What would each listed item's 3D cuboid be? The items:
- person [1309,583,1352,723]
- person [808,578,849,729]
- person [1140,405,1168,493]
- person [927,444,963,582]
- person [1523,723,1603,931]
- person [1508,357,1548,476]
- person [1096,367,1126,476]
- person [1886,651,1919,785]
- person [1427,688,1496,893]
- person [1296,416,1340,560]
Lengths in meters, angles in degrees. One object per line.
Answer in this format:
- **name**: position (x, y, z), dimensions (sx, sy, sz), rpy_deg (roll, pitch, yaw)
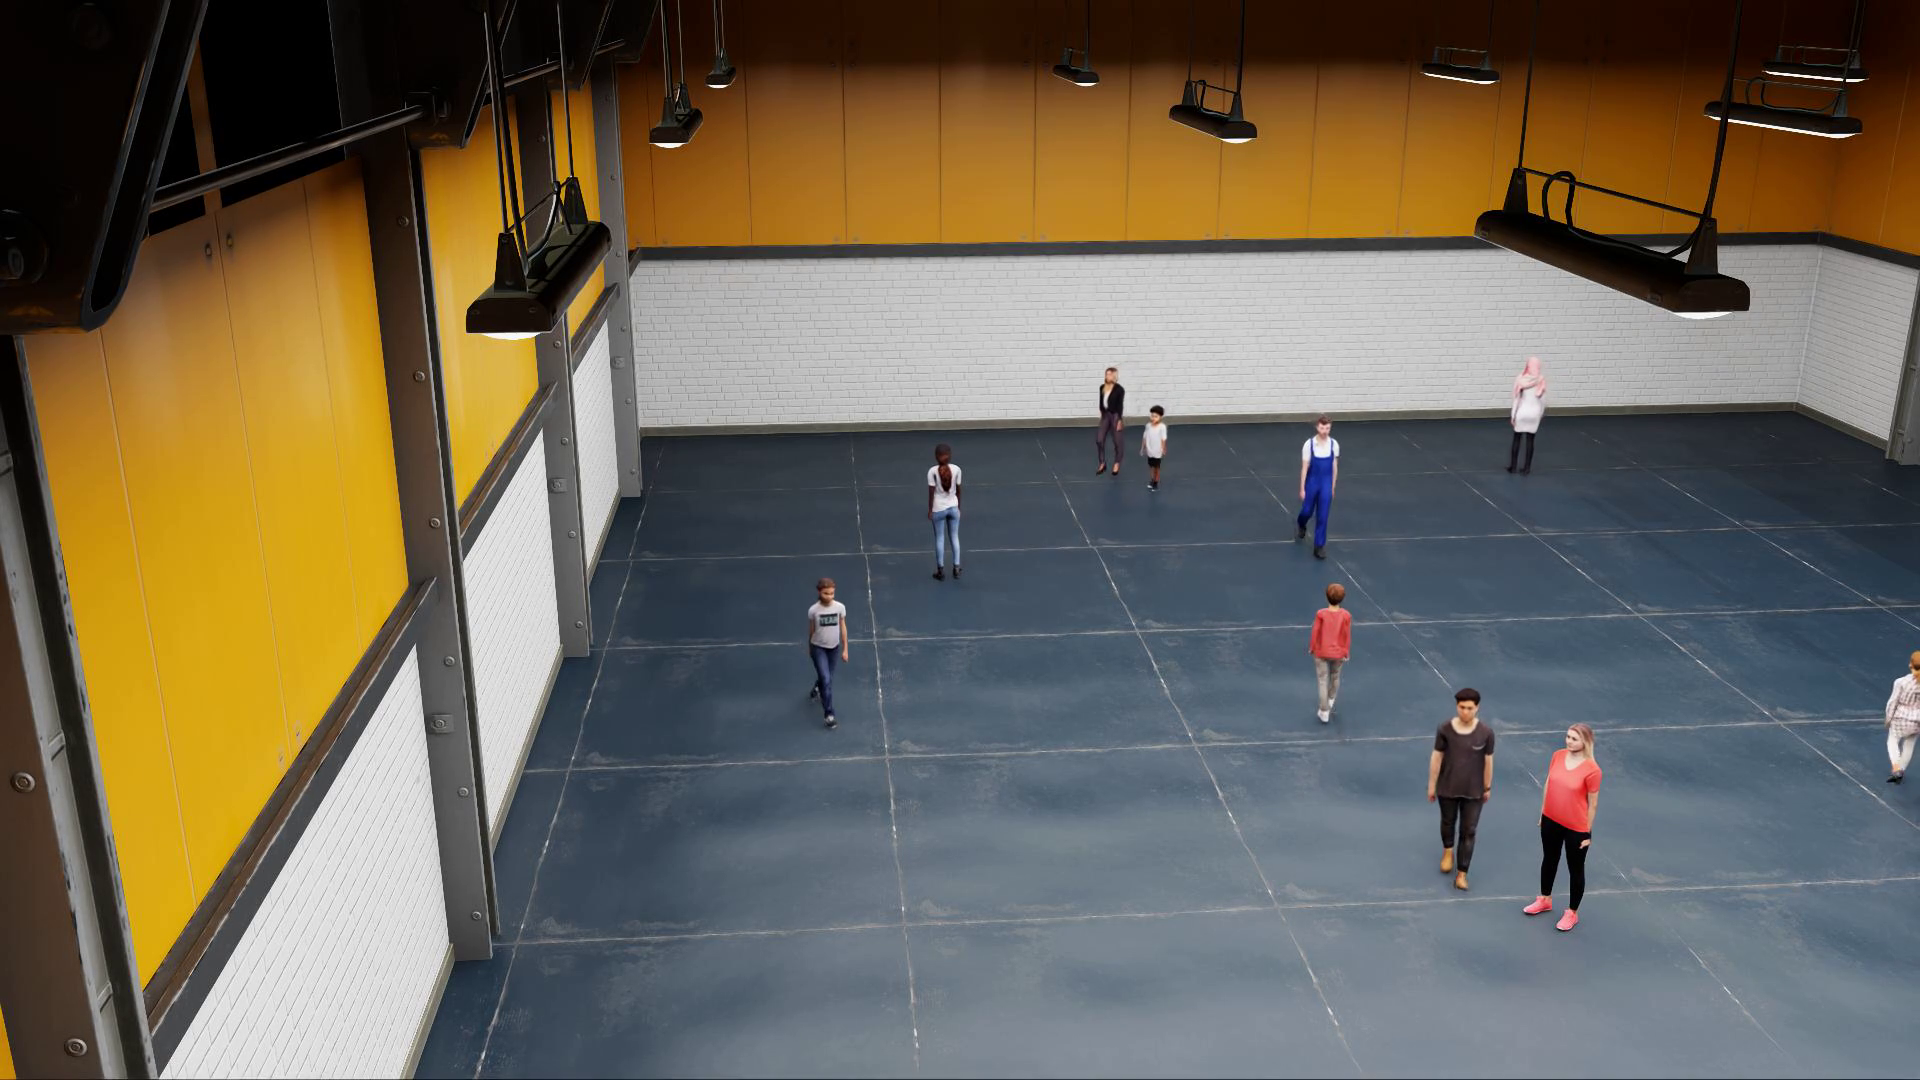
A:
- **person**: position (3.690, 1.138, 16.540), dimensions (0.604, 1.397, 0.828), rpy_deg (1, 19, 2)
- **person**: position (-1.374, 1.059, 16.592), dimensions (0.723, 1.514, 1.089), rpy_deg (-6, 20, -17)
- **person**: position (2.855, -1.362, 24.205), dimensions (0.674, 1.243, 0.746), rpy_deg (12, 22, 32)
- **person**: position (-0.178, -0.353, 20.462), dimensions (0.631, 1.721, 0.592), rpy_deg (-6, 19, -16)
- **person**: position (4.725, 2.202, 12.919), dimensions (0.732, 1.693, 0.623), rpy_deg (-12, 22, -33)
- **person**: position (8.469, -1.844, 24.763), dimensions (0.705, 1.802, 0.700), rpy_deg (4, 19, 10)
- **person**: position (2.316, -1.775, 24.787), dimensions (0.766, 1.656, 0.823), rpy_deg (12, 22, 32)
- **person**: position (8.661, 1.655, 15.157), dimensions (0.669, 1.301, 0.787), rpy_deg (5, 19, 15)
- **person**: position (4.107, 1.968, 13.624), dimensions (0.908, 1.686, 1.083), rpy_deg (7, 20, 20)
- **person**: position (4.583, -0.717, 21.364), dimensions (0.638, 1.834, 1.049), rpy_deg (-1, 19, -4)
